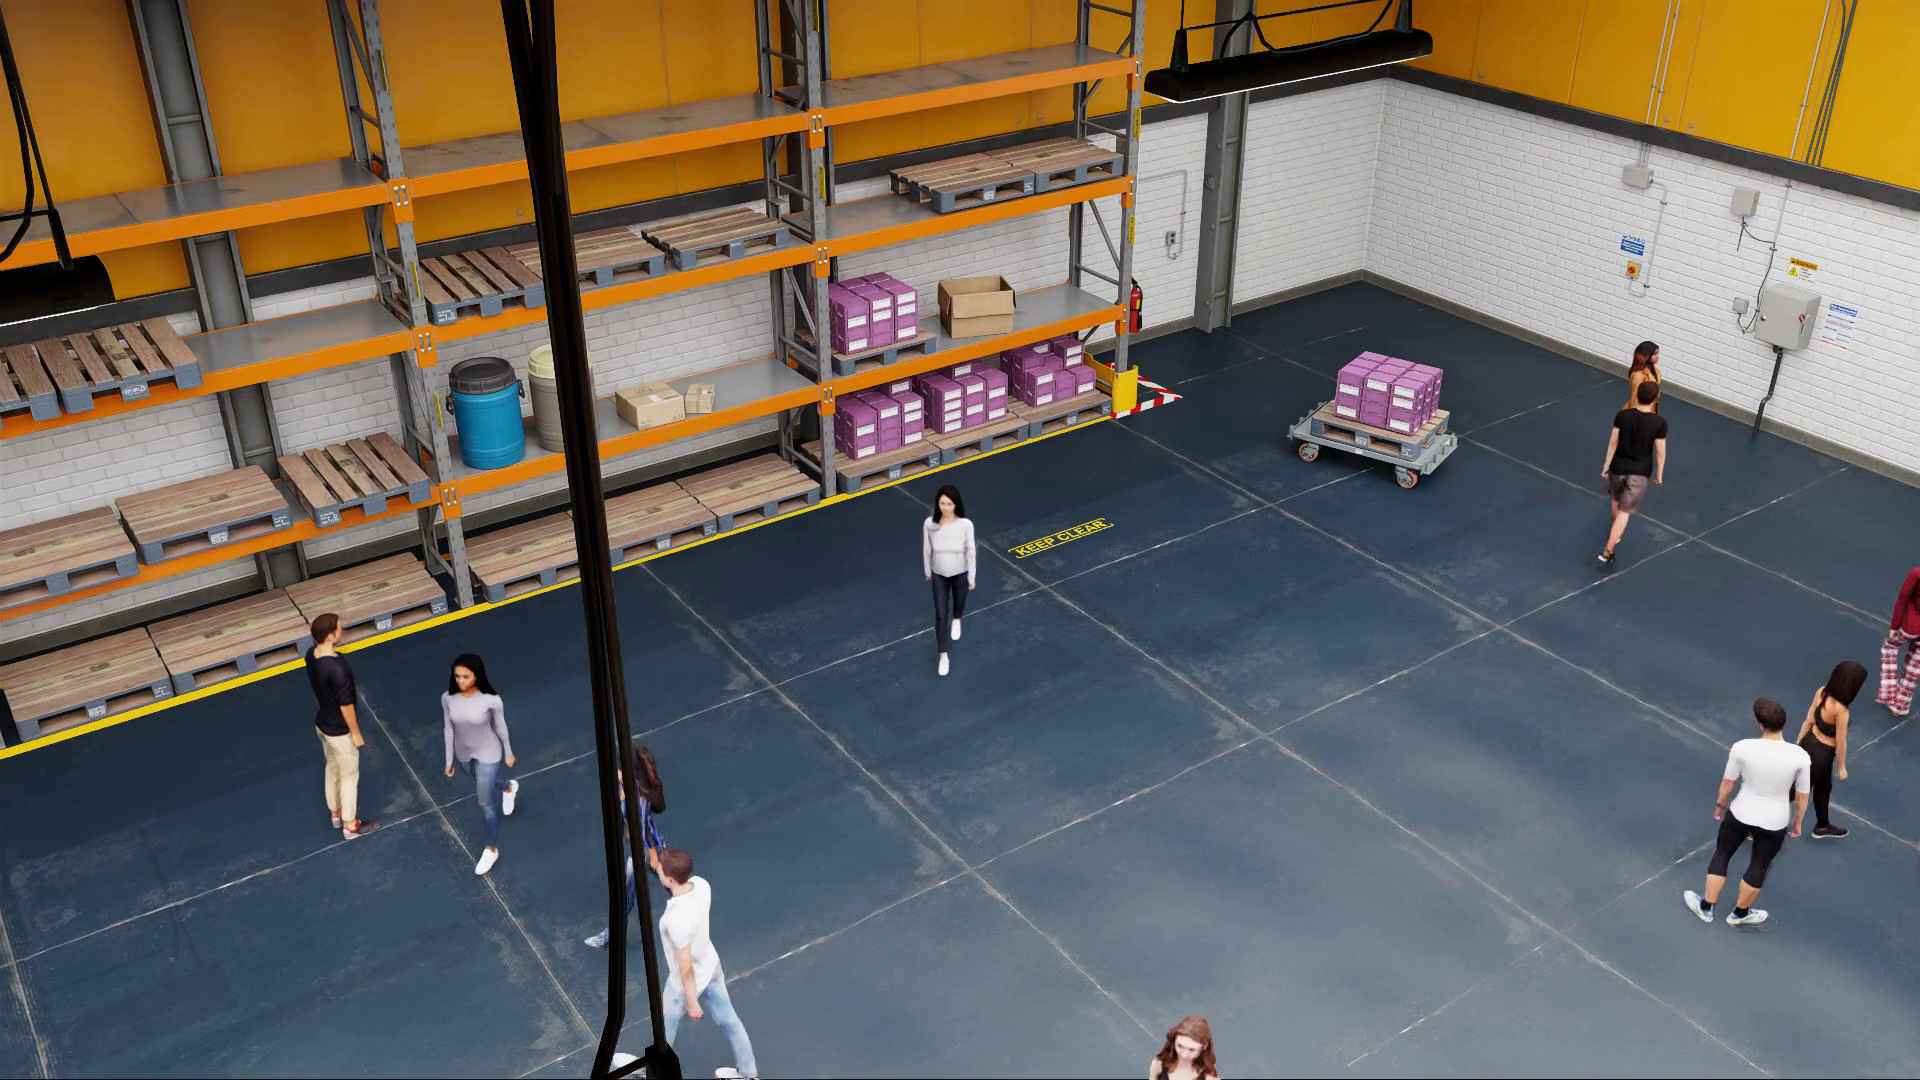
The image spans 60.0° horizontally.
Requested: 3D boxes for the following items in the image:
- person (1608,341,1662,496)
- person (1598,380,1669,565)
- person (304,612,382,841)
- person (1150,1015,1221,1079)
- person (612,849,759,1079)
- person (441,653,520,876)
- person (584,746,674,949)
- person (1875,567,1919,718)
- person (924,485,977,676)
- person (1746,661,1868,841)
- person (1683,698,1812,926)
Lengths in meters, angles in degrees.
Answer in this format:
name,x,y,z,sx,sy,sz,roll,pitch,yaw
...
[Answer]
name,x,y,z,sx,sy,sz,roll,pitch,yaw
person,7.059,-1.260,17.369,0.792,1.720,0.617,23,36,35
person,6.465,-0.630,16.098,0.975,1.830,1.302,18,34,30
person,-4.645,1.389,12.385,0.639,1.843,0.676,-25,38,-38
person,1.228,3.225,9.141,0.898,1.726,1.070,13,31,22
person,-1.516,2.669,10.084,1.191,1.800,1.175,7,29,12
person,-3.503,1.534,12.266,1.074,1.701,1.179,7,29,13
person,-2.093,2.079,11.400,1.085,1.574,0.786,-12,31,-20
person,7.947,0.741,13.730,0.745,1.692,0.808,4,29,7
person,-0.064,0.260,14.648,1.112,1.656,1.094,1,29,3
person,6.205,1.607,12.237,1.116,1.601,1.011,2,29,4
person,5.519,1.908,11.445,0.748,1.831,0.828,-25,37,-37
